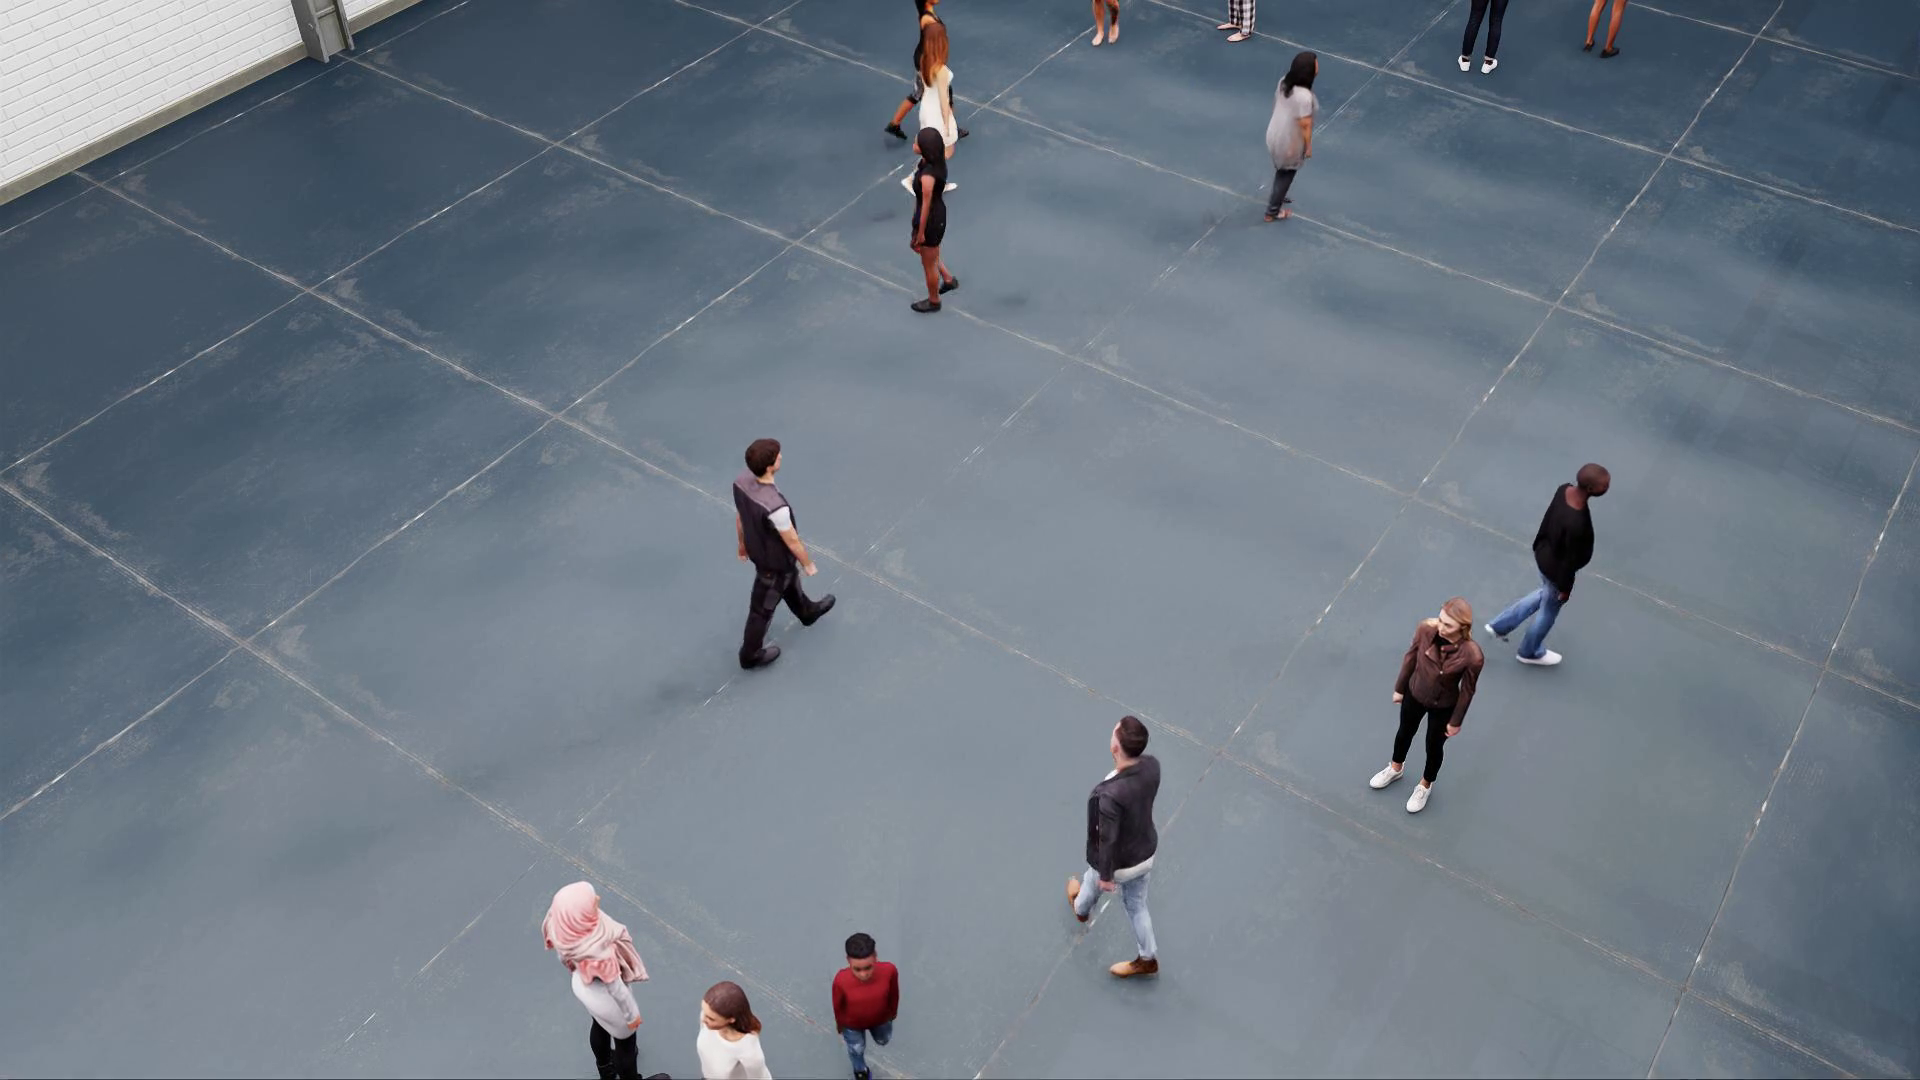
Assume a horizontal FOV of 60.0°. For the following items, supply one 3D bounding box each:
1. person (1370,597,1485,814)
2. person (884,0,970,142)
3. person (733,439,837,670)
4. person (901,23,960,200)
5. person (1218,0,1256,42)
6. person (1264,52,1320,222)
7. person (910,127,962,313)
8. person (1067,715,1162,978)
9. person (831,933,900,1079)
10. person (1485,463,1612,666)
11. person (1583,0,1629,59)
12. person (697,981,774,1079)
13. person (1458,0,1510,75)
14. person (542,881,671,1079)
[{"bbox_3d":[2.818,0.957,9.919,0.552,1.704,0.640,-34,53,-30],"label":"person"},{"bbox_3d":[-0.368,-4.486,15.687,1.121,1.629,1.002,-12,45,-12],"label":"person"},{"bbox_3d":[-1.306,0.144,10.690,1.143,1.817,0.897,-23,48,-23],"label":"person"},{"bbox_3d":[-0.292,-3.791,14.907,0.934,1.699,0.796,-18,47,-18],"label":"person"},{"bbox_3d":[2.963,-6.100,17.223,0.751,1.847,0.708,-10,45,-10],"label":"person"},{"bbox_3d":[2.850,-3.556,14.739,0.810,1.590,0.767,-15,46,-16],"label":"person"},{"bbox_3d":[-0.157,-2.603,13.636,0.819,1.732,0.750,2,44,3],"label":"person"},{"bbox_3d":[0.931,1.766,9.014,0.924,1.781,1.012,30,51,28],"label":"person"},{"bbox_3d":[-0.506,2.417,8.720,0.733,1.244,0.786,-8,44,-8],"label":"person"},{"bbox_3d":[3.767,0.163,10.727,0.880,1.739,0.847,2,44,2],"label":"person"},{"bbox_3d":[6.735,-5.806,16.989,0.607,1.745,0.535,30,51,28],"label":"person"},{"bbox_3d":[-1.081,2.650,8.153,0.609,1.688,0.644,-32,52,-29],"label":"person"},{"bbox_3d":[5.353,-5.572,16.690,0.775,1.818,0.684,15,46,15],"label":"person"},{"bbox_3d":[-1.809,2.295,8.443,0.661,1.804,0.631,32,52,29],"label":"person"}]
